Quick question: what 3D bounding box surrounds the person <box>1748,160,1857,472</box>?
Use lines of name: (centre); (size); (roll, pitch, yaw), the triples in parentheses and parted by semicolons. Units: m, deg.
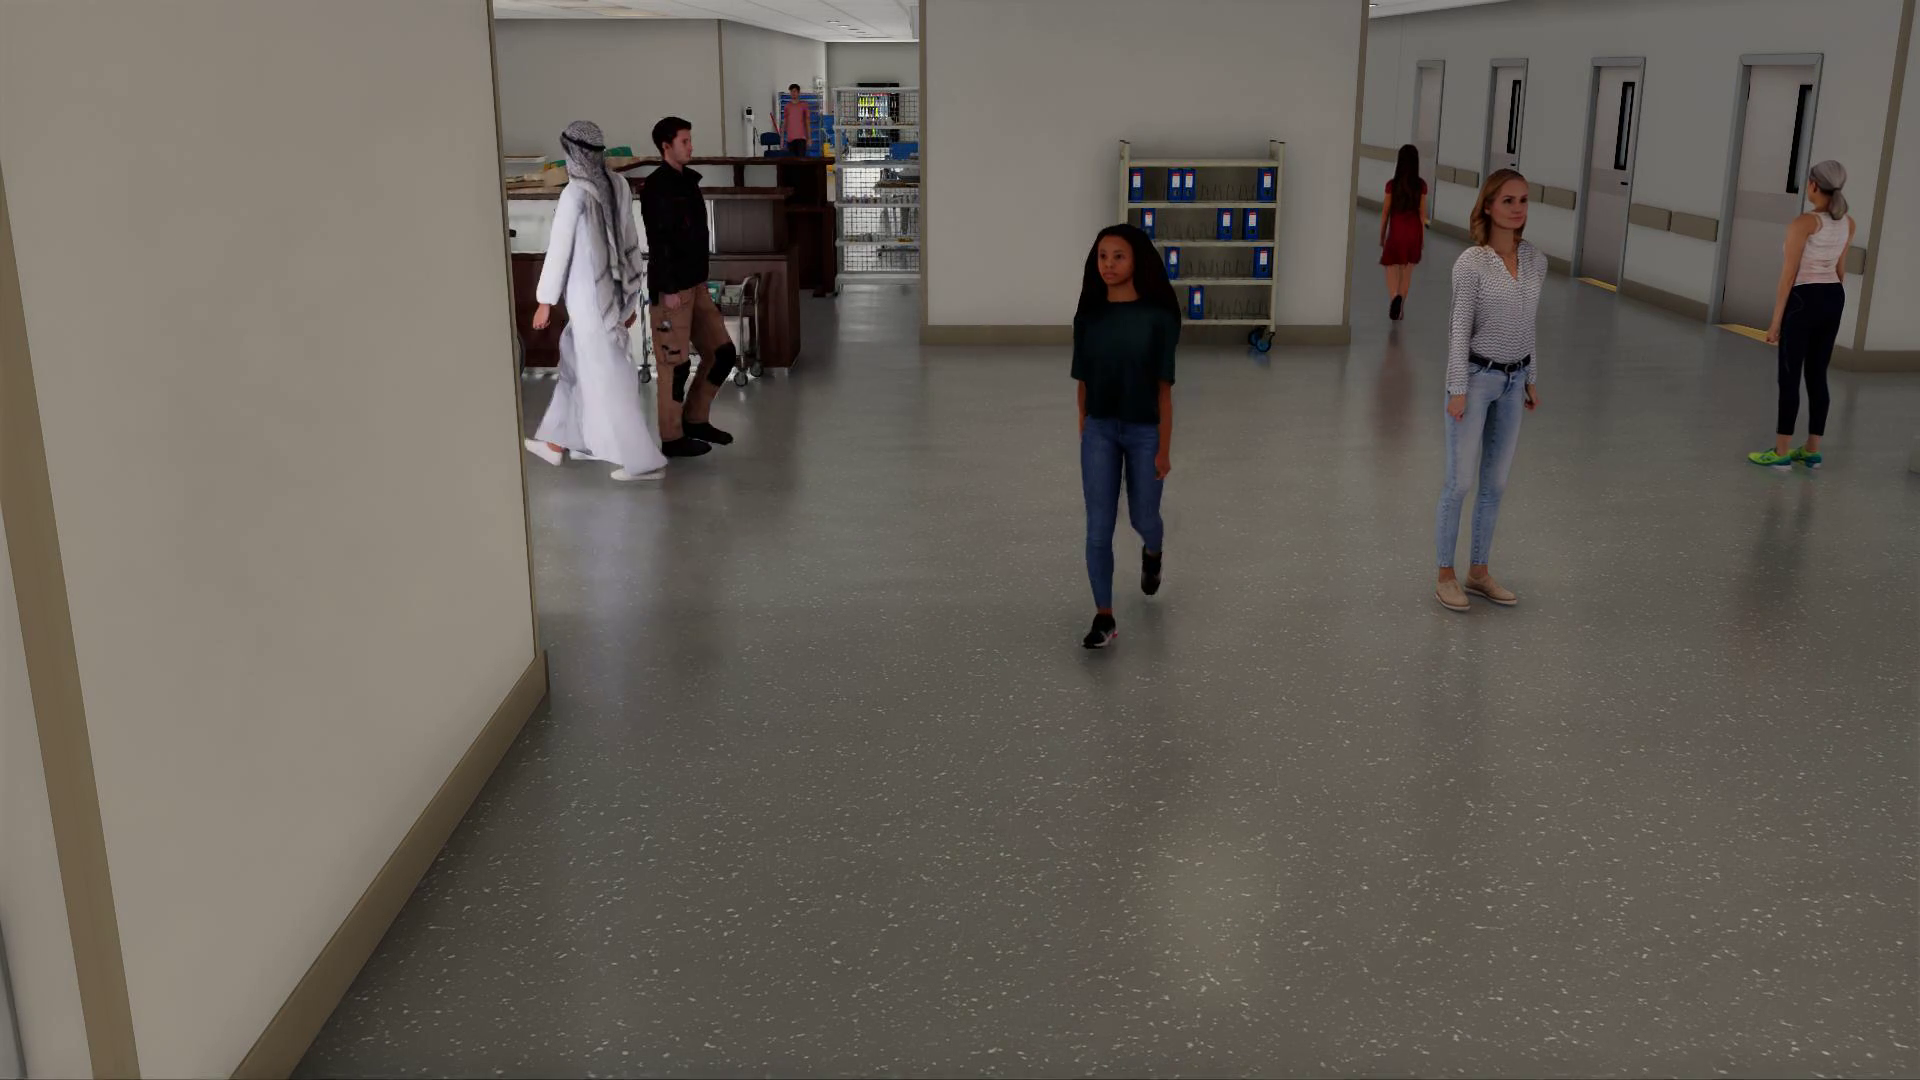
person: (4.738, -1.242, 9.245); (0.585, 1.696, 0.727); (-6, 17, -19)

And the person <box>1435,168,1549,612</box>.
person: (2.166, -0.611, 6.824); (0.567, 1.796, 0.714); (-6, 17, -20)

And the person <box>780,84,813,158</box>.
person: (-2.850, -7.055, 29.458); (1.156, 1.916, 0.913); (4, 16, 13)

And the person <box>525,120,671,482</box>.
person: (-1.833, -1.213, 8.792); (1.290, 1.887, 0.923); (4, 16, 15)

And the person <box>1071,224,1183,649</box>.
person: (0.667, -0.409, 6.473); (0.979, 1.597, 0.850); (6, 17, 20)

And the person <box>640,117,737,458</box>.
person: (-1.675, -1.432, 9.511); (0.775, 1.917, 0.809); (4, 16, 15)

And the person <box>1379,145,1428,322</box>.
person: (3.893, -2.668, 14.604); (0.875, 1.532, 0.669); (2, 16, 8)
